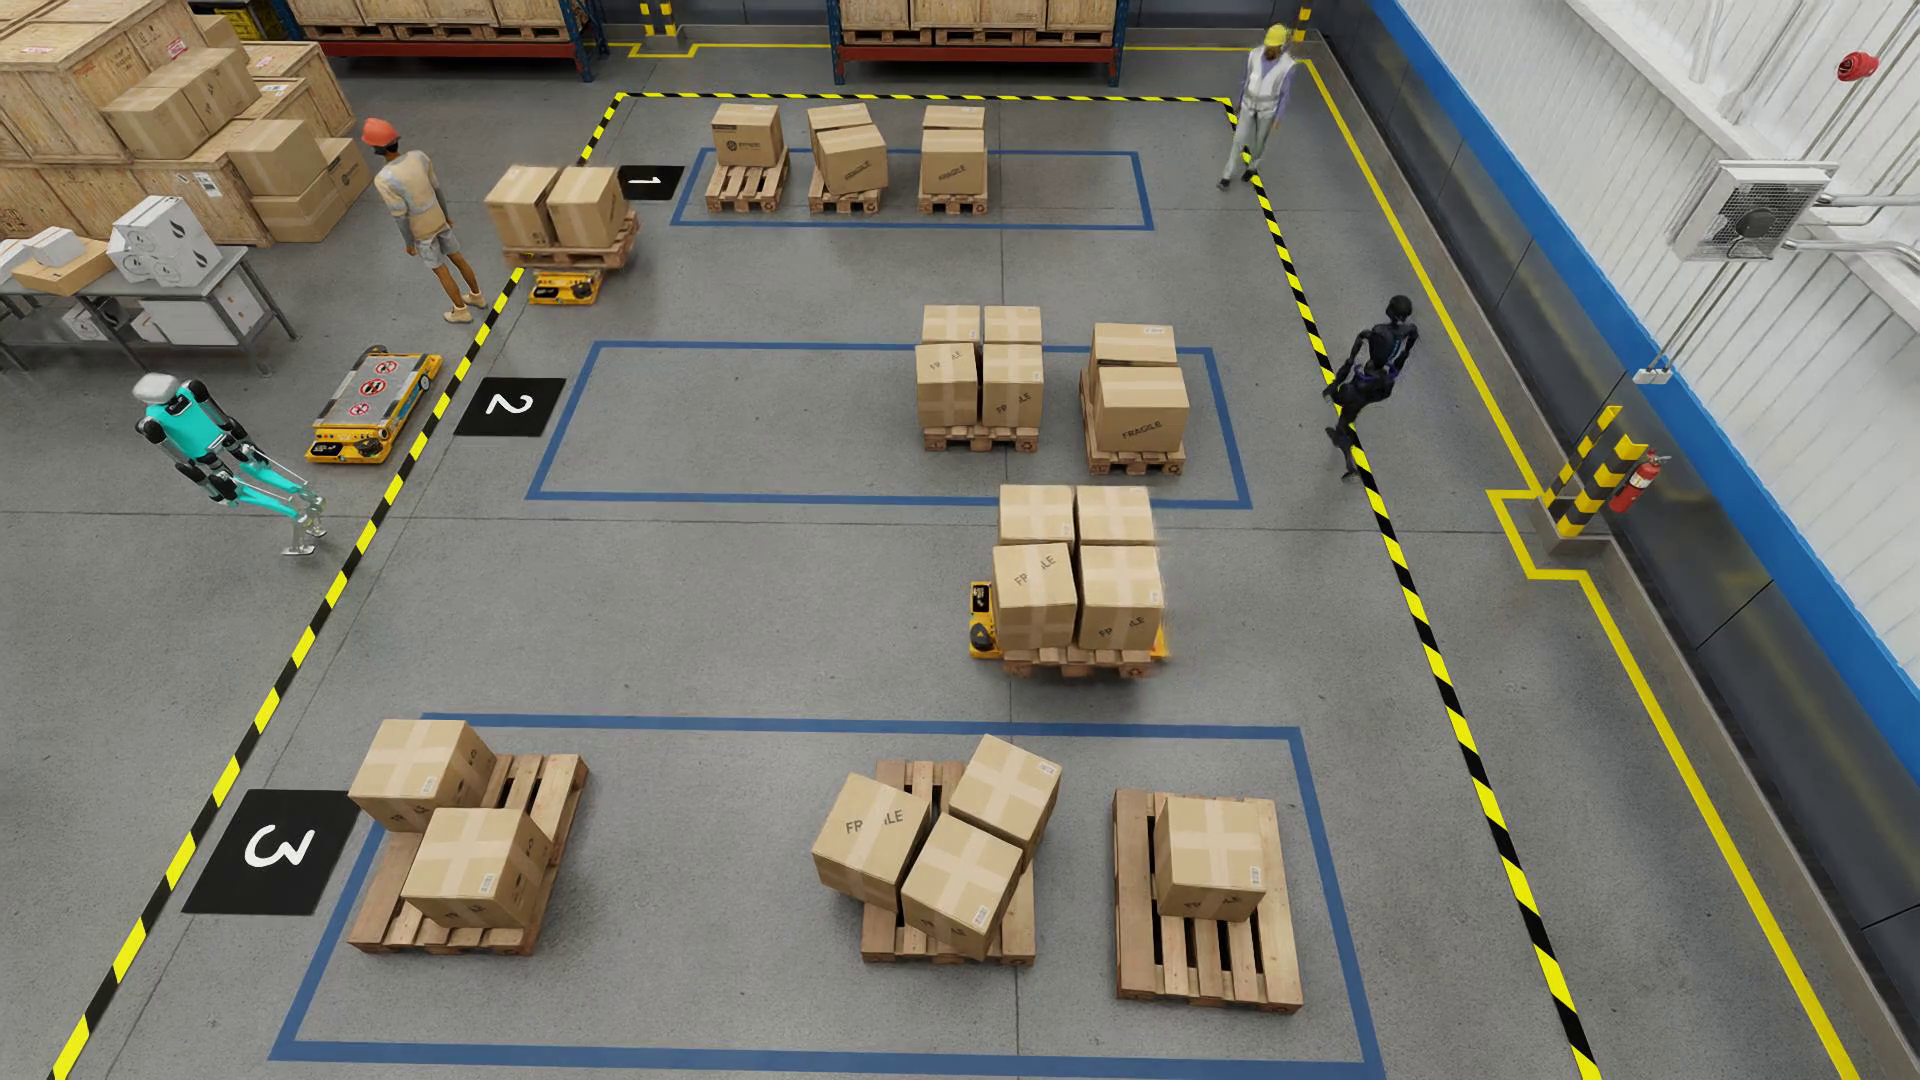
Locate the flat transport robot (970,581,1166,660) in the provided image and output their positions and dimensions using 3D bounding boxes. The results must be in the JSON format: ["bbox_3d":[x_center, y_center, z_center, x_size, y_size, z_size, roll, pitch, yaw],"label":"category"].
[{"bbox_3d":[0.793,0.567,6.869,1.431,0.197,0.652,1,50,1],"label":"flat transport robot"}]

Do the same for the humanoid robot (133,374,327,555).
[{"bbox_3d":[-5.190,-0.498,6.736,0.735,1.681,0.533,8,50,7],"label":"humanoid robot"}]

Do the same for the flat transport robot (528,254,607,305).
[{"bbox_3d":[-4.140,-3.053,9.932,0.652,0.197,1.431,1,50,1],"label":"flat transport robot"}]

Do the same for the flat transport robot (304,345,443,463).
[{"bbox_3d":[-5.383,-1.269,8.441,0.659,0.231,1.431,1,50,1],"label":"flat transport robot"}]

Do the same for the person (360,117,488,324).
[{"bbox_3d":[-5.105,-3.004,8.746,0.366,2.048,0.606,14,51,12],"label":"person"}]

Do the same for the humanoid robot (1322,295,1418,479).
[{"bbox_3d":[3.373,-1.262,7.532,0.601,1.639,0.700,-7,50,-6],"label":"humanoid robot"}]

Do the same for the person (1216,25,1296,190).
[{"bbox_3d":[3.393,-4.902,10.511,0.619,1.793,0.872,25,54,20],"label":"person"}]
